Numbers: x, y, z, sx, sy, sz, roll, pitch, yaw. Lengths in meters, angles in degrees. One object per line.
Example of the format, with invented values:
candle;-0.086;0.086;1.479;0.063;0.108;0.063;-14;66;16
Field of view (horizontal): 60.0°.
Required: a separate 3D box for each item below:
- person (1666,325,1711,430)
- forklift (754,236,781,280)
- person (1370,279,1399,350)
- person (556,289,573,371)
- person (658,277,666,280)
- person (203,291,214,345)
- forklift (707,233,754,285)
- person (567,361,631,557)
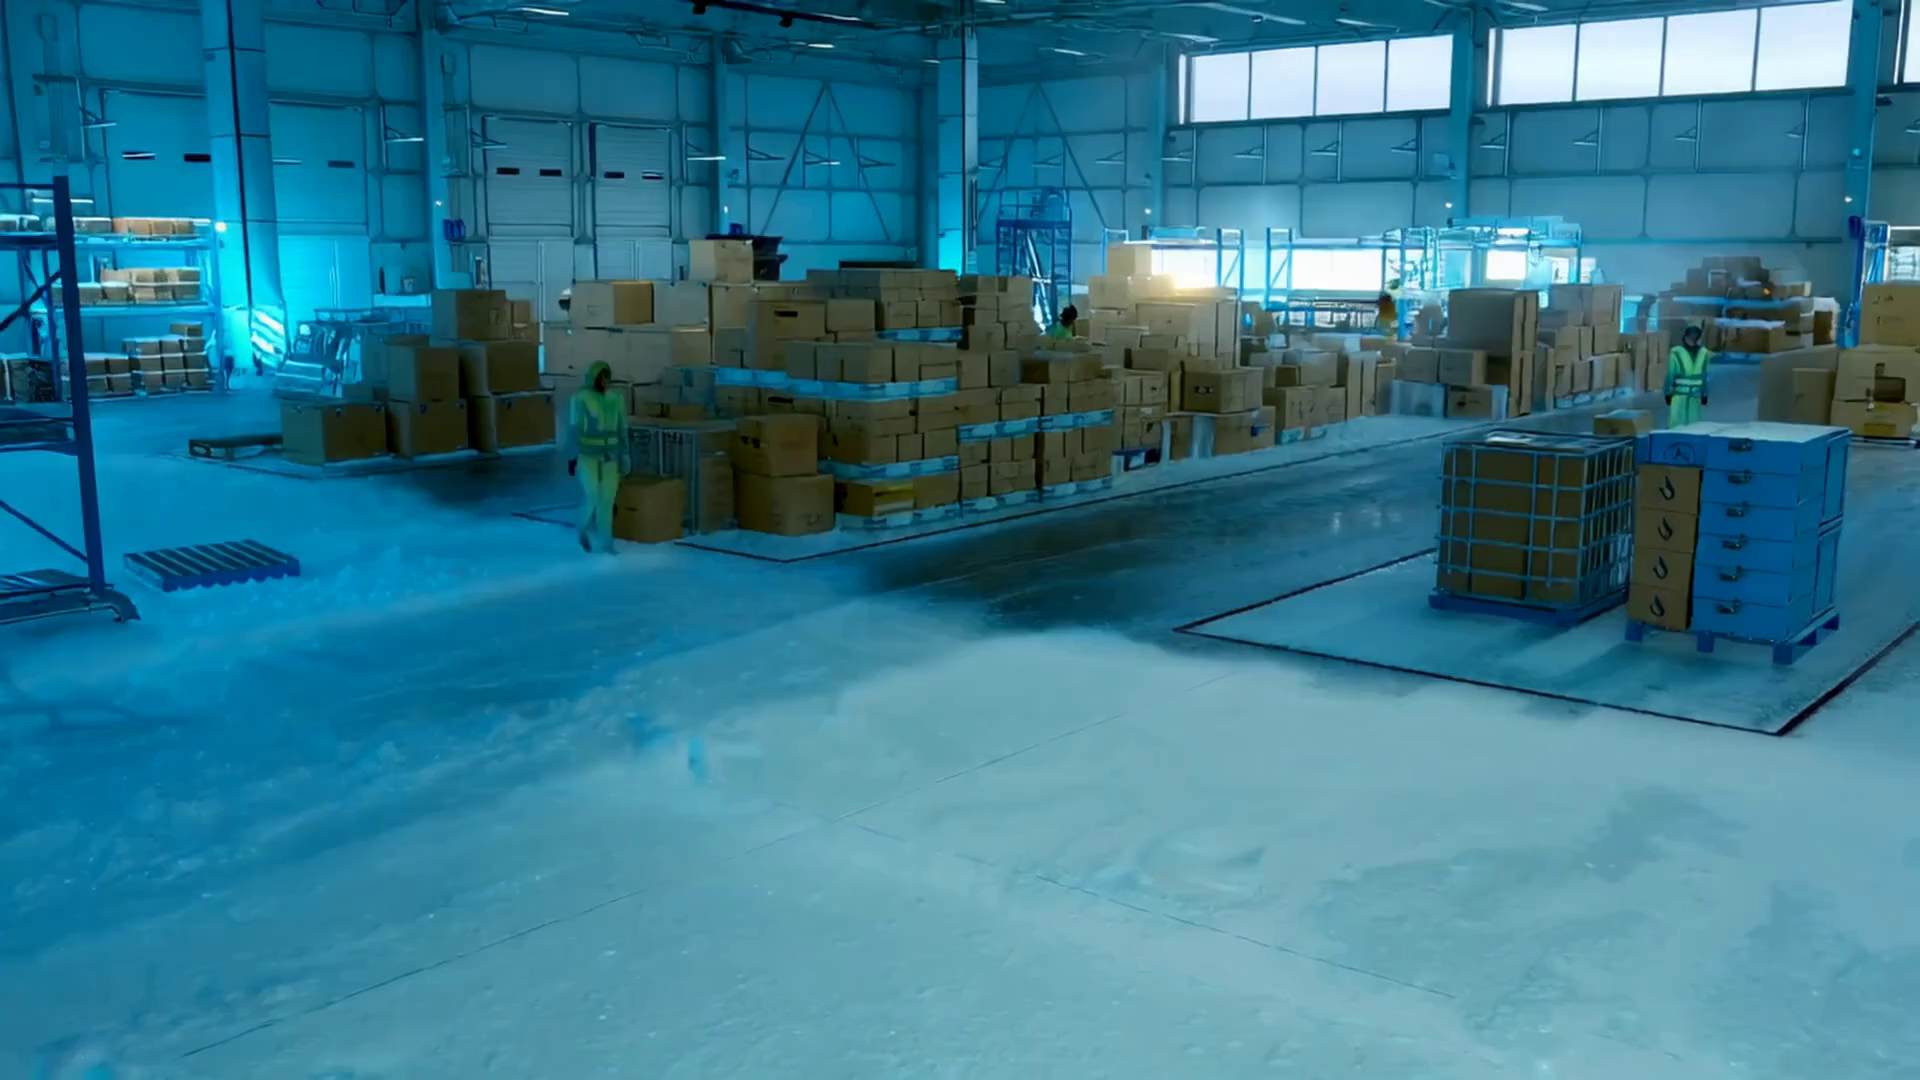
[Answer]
person;8.661;-1.737;19.819;0.514;1.637;0.315;0;10;-1
forklift;-4.607;-5.916;40.076;1.873;2.768;1.129;2;10;14
person;8.909;-4.546;35.066;0.845;1.911;0.545;4;11;20
person;-6.466;-3.243;27.752;1.022;1.865;0.580;-10;14;-44
person;-6.423;-4.711;35.945;0.636;1.927;0.386;-5;11;-25
person;-15.893;-4.421;35.052;0.840;1.655;0.541;-6;12;-33
forklift;-4.412;-4.528;32.170;1.873;2.768;1.129;8;13;39
person;-2.966;-0.664;13.720;0.549;1.623;0.371;-8;13;-40
